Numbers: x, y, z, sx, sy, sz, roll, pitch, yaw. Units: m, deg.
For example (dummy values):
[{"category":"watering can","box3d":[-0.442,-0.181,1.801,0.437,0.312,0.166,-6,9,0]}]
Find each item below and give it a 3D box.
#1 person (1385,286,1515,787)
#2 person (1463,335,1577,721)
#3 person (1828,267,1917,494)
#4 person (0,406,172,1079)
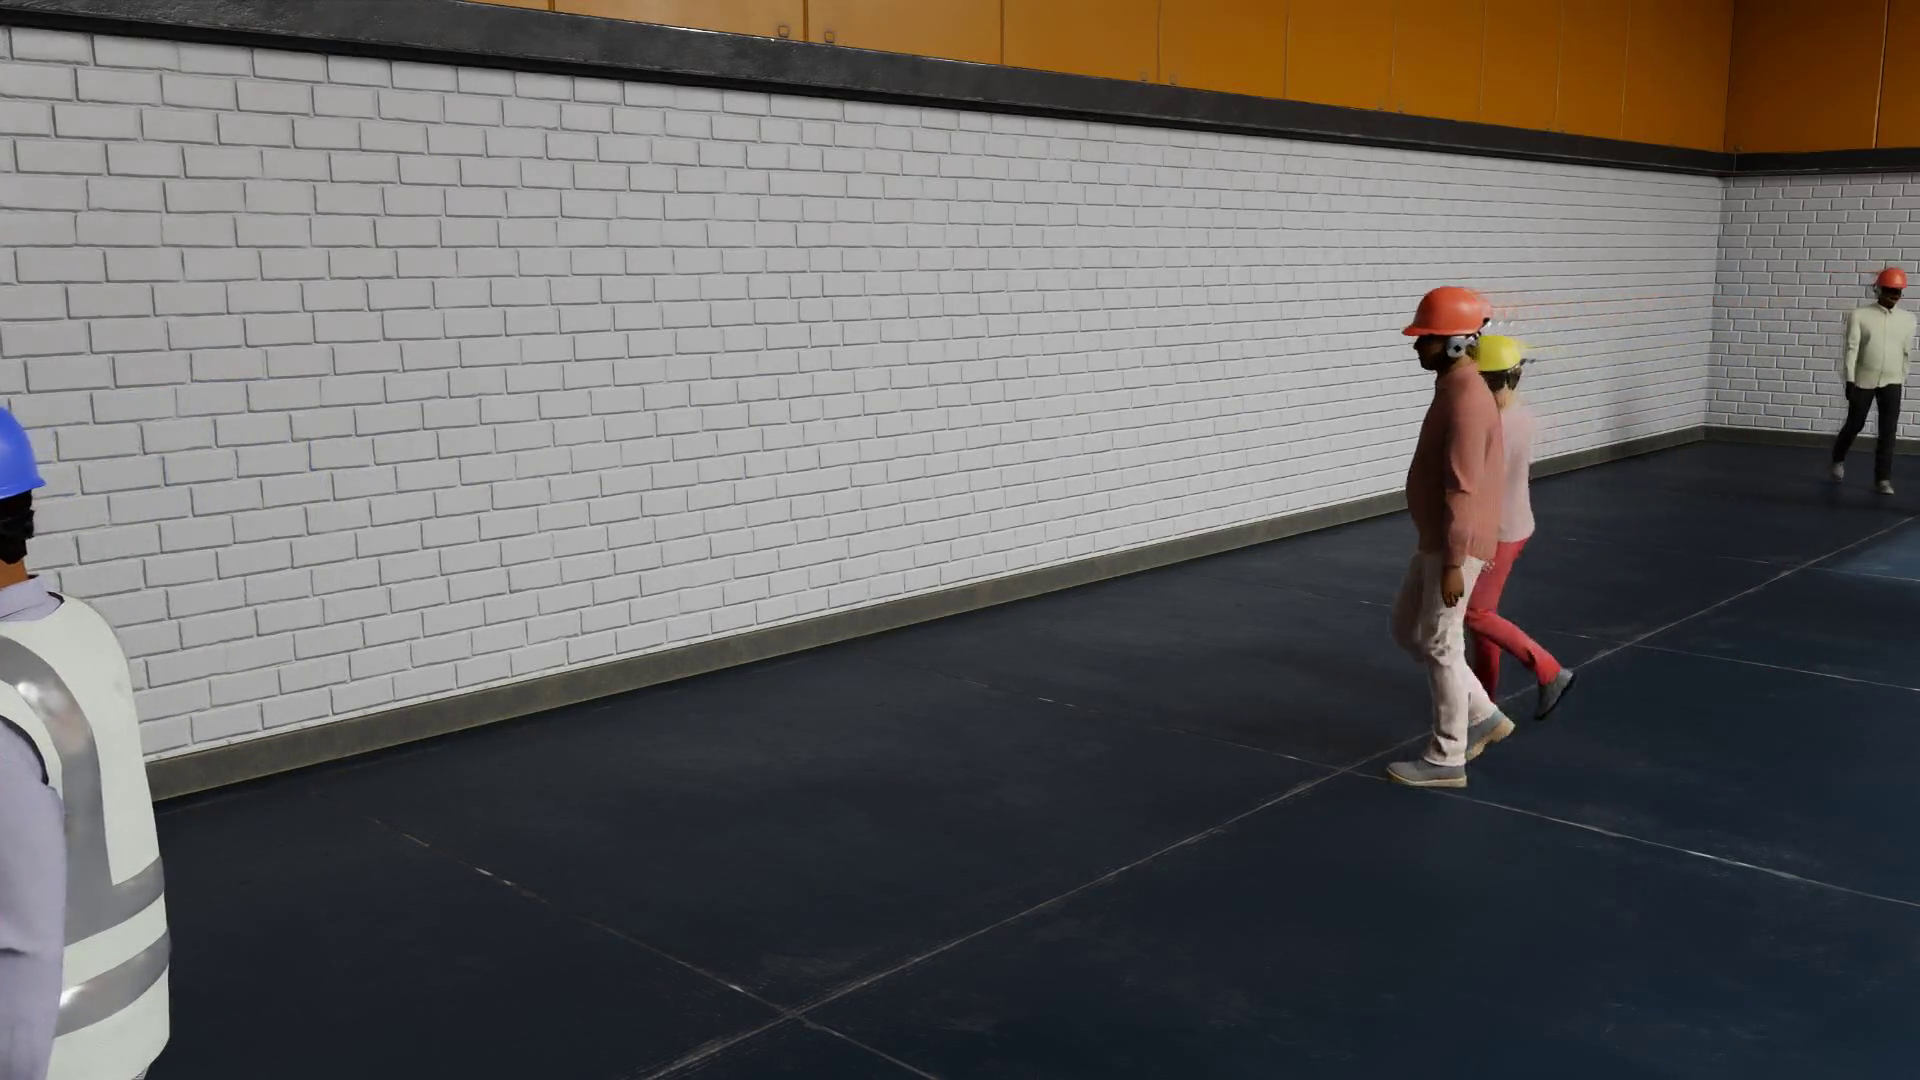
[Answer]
[{"category":"person","box3d":[1.901,0.007,6.509,0.444,1.979,0.646,2,10,11]},{"category":"person","box3d":[2.421,-0.025,7.320,0.531,1.750,0.537,5,11,27]},{"category":"person","box3d":[8.062,-1.424,14.696,0.607,1.970,0.858,2,10,9]},{"category":"person","box3d":[-1.377,0.736,2.460,0.407,1.942,0.615,-3,10,-16]}]
